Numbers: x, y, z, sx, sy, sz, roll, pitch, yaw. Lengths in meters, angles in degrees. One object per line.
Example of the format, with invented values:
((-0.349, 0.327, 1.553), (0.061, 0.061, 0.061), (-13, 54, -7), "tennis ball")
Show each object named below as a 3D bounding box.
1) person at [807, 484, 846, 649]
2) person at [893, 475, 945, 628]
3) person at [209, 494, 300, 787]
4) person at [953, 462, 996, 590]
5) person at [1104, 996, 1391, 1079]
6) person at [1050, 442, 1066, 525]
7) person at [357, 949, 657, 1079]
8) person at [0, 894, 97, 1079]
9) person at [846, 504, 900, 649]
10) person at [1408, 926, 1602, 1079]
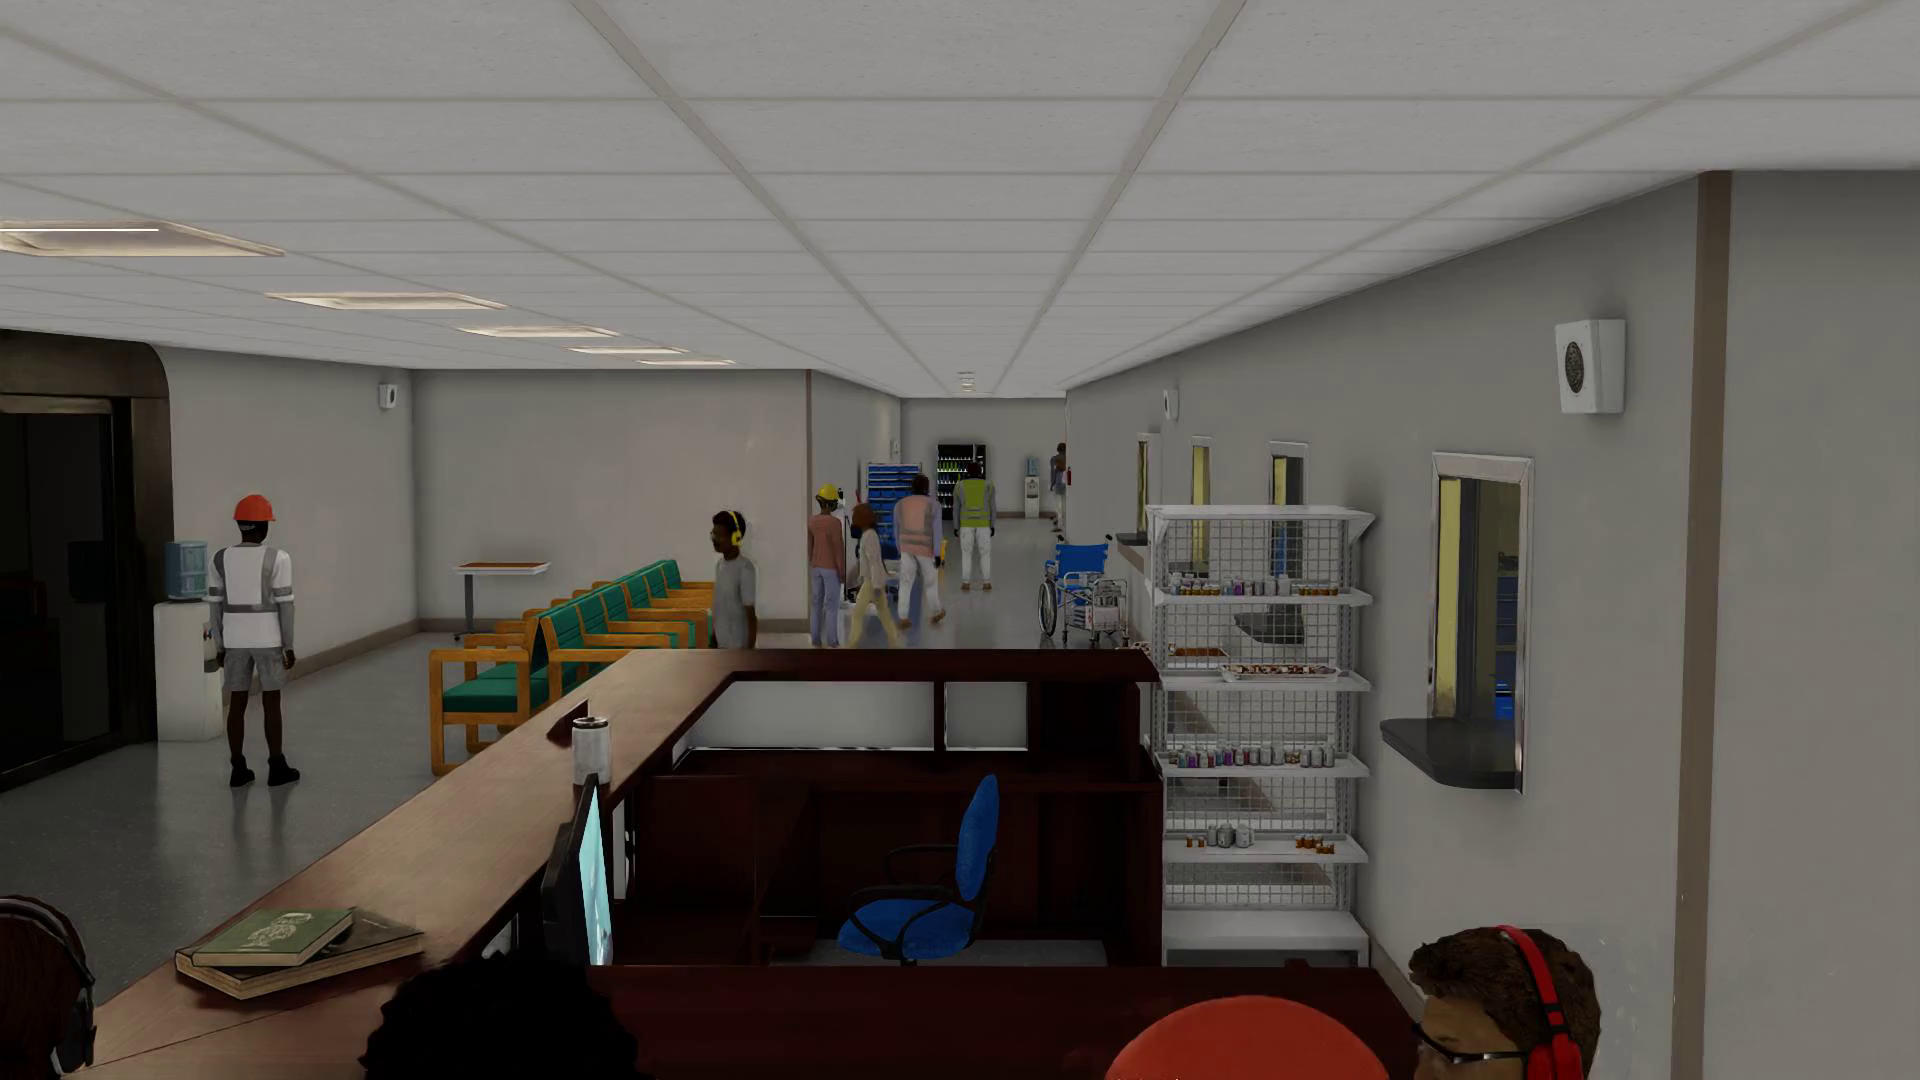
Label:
((-1.373, 0.307, 17.288), (0.522, 1.768, 0.312), (4, 6, 44), "person")
((-0.476, 0.129, 19.650), (0.649, 1.786, 1.005), (1, 4, 20), "person")
((-4.681, 0.666, 11.049), (0.548, 1.937, 0.379), (0, 4, 1), "person")
((0.209, -0.200, 23.873), (0.624, 1.845, 0.430), (0, 4, 1), "person")
((0.201, 1.342, 1.385), (0.777, 1.953, 0.634), (0, 4, -4), "person")
((2.385, -1.312, 38.793), (0.629, 1.940, 0.379), (-2, 4, -21), "person")
((-0.558, 1.341, 1.738), (0.718, 1.917, 0.393), (4, 6, 44), "person")
((-1.186, 1.359, 2.073), (0.627, 1.837, 0.430), (-2, 5, -28), "person")
((-0.950, 0.442, 16.558), (0.792, 1.587, 0.509), (0, 4, 3), "person")
((0.792, 1.380, 2.120), (0.976, 1.804, 0.575), (-1, 4, -19), "person")
